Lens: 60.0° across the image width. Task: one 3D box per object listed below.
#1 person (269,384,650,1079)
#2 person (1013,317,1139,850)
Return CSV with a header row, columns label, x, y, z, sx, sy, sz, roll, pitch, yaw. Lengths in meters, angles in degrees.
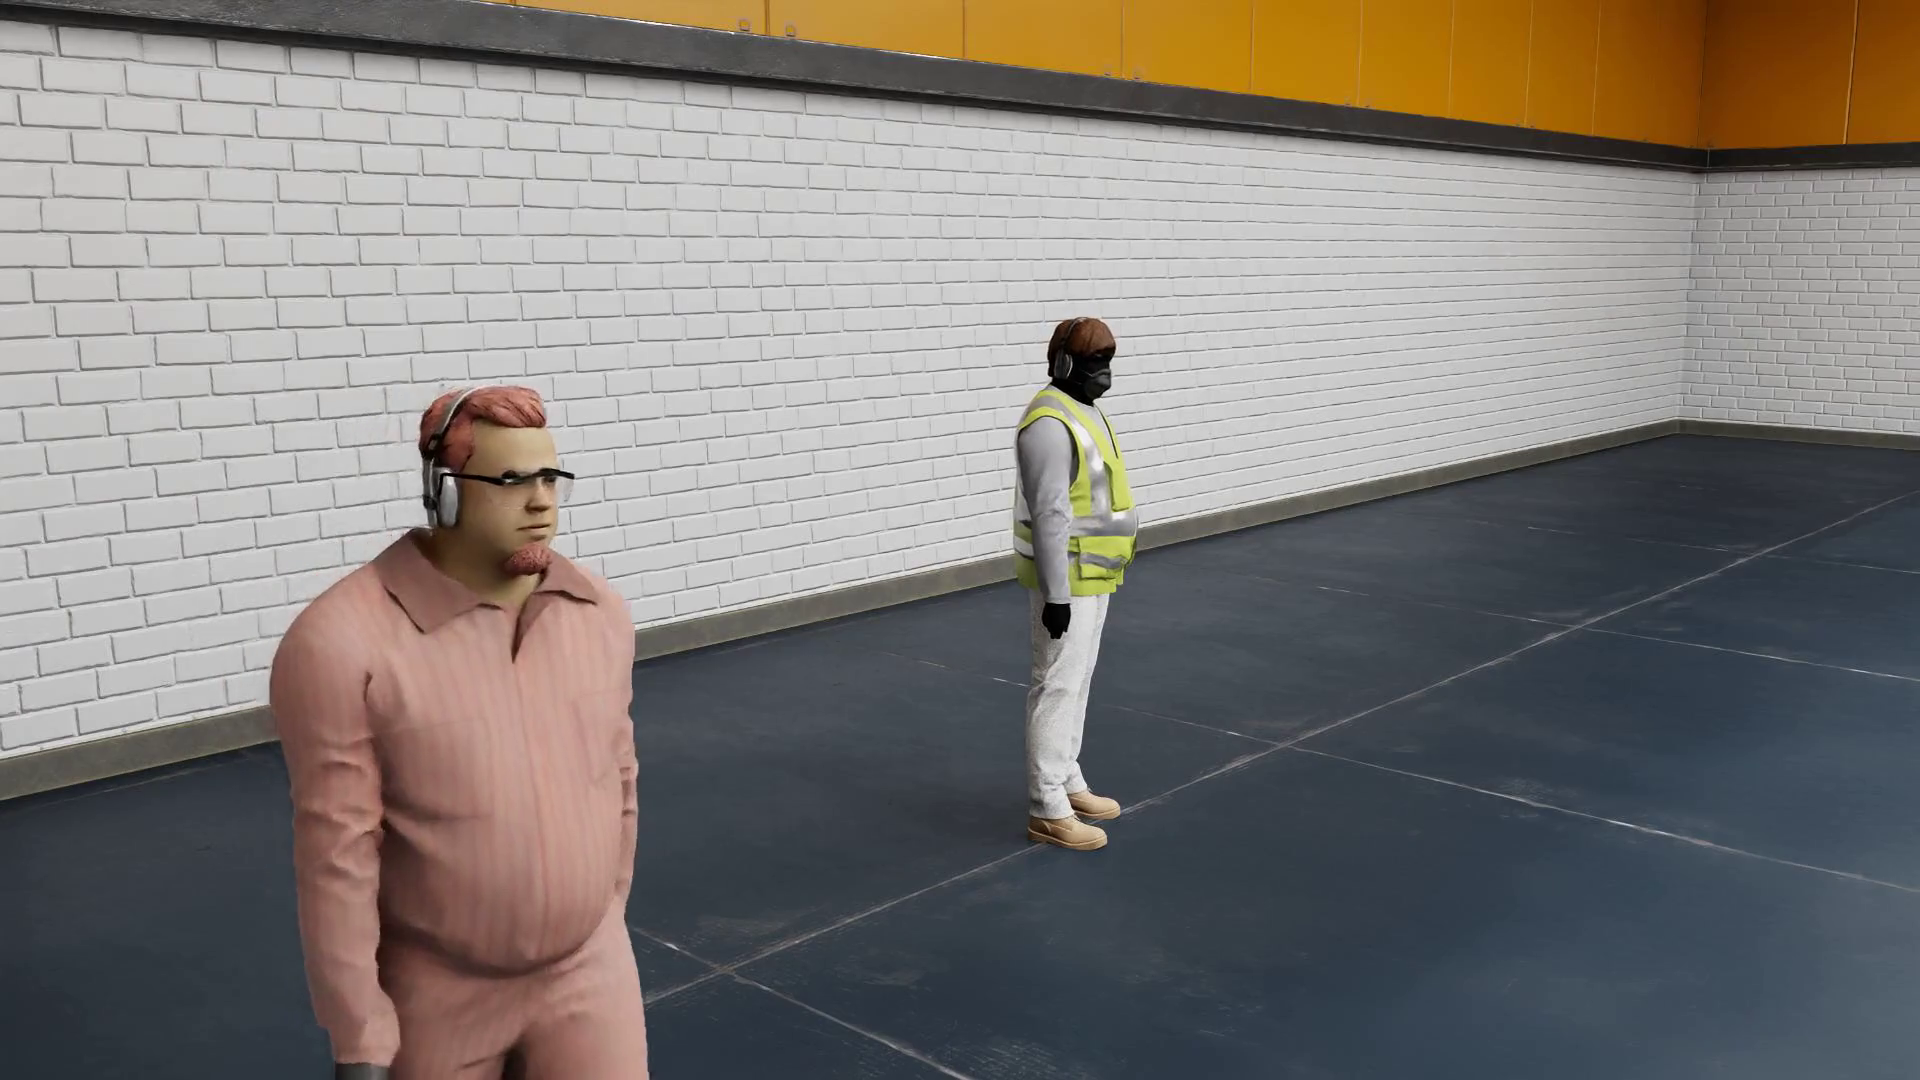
label,x,y,z,sx,sy,sz,roll,pitch,yaw
person,-0.801,0.672,2.742,0.641,1.872,0.888,-10,14,-43
person,0.407,0.142,5.846,0.429,1.839,0.634,3,10,15
